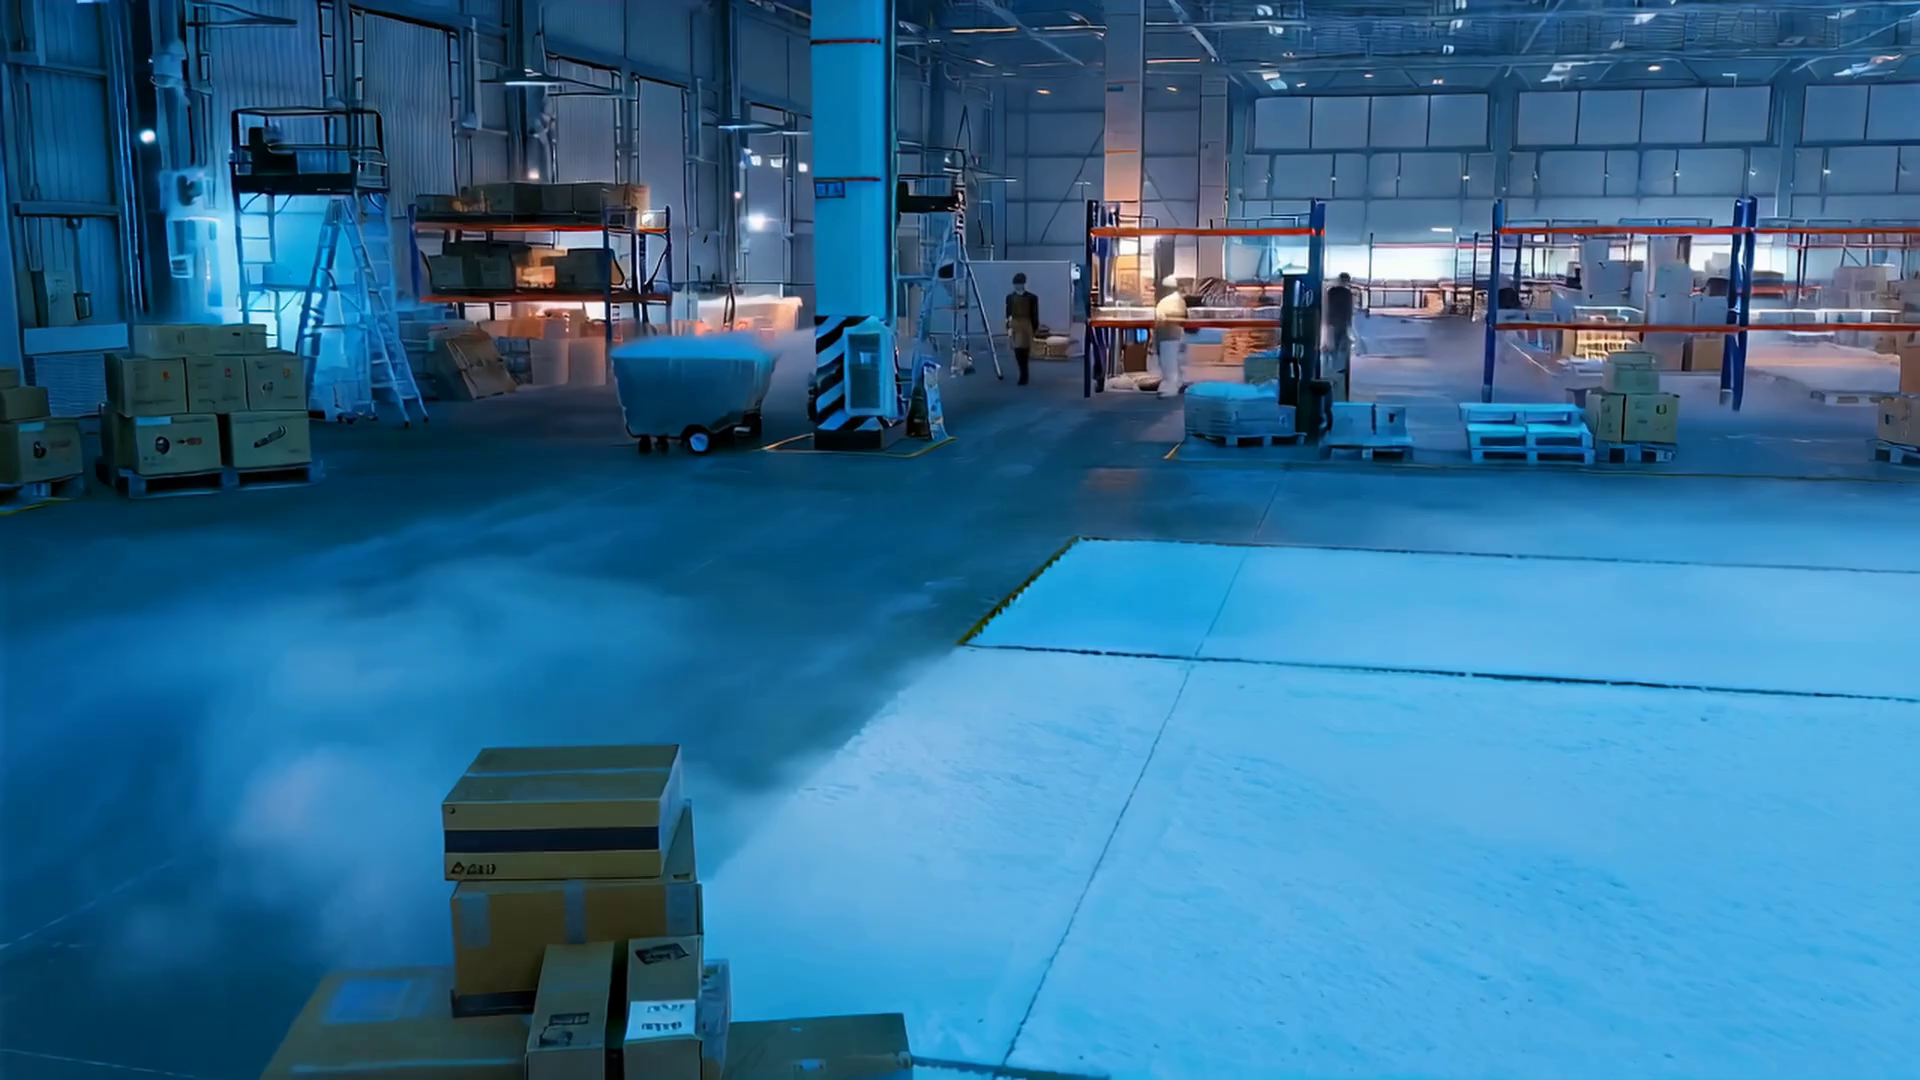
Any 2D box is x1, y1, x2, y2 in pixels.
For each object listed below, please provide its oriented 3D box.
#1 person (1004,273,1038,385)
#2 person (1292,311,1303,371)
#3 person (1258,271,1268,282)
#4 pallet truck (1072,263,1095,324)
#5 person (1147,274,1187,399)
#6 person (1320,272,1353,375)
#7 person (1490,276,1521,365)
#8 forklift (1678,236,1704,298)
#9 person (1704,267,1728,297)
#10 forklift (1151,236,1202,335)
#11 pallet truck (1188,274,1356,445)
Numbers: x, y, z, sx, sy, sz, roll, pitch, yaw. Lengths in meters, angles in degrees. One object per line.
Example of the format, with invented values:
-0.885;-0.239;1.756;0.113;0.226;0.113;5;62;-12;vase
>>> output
1.023;-3.572;28.255;0.576;1.912;0.651;3;10;19;person
6.616;-4.099;31.915;0.330;1.735;0.486;6;11;33;person
10.885;-8.756;59.453;0.531;1.692;0.320;-5;11;-29;person
4.325;-8.180;55.162;0.823;1.965;1.885;6;11;31;pallet truck
3.227;-3.139;25.700;0.626;1.925;0.388;-9;13;-42;person
6.929;-3.976;30.690;0.758;1.917;0.634;-5;11;-27;person
11.046;-4.452;33.797;0.925;1.805;0.623;-6;12;-33;person
21.538;-7.774;50.175;1.129;2.768;1.873;-3;10;-18;forklift
20.423;-6.397;44.896;0.633;1.922;0.640;4;10;22;person
5.866;-7.214;46.878;1.873;2.768;1.129;2;10;14;forklift
3.653;-2.138;19.590;1.885;1.965;0.823;-4;10;-20;pallet truck
